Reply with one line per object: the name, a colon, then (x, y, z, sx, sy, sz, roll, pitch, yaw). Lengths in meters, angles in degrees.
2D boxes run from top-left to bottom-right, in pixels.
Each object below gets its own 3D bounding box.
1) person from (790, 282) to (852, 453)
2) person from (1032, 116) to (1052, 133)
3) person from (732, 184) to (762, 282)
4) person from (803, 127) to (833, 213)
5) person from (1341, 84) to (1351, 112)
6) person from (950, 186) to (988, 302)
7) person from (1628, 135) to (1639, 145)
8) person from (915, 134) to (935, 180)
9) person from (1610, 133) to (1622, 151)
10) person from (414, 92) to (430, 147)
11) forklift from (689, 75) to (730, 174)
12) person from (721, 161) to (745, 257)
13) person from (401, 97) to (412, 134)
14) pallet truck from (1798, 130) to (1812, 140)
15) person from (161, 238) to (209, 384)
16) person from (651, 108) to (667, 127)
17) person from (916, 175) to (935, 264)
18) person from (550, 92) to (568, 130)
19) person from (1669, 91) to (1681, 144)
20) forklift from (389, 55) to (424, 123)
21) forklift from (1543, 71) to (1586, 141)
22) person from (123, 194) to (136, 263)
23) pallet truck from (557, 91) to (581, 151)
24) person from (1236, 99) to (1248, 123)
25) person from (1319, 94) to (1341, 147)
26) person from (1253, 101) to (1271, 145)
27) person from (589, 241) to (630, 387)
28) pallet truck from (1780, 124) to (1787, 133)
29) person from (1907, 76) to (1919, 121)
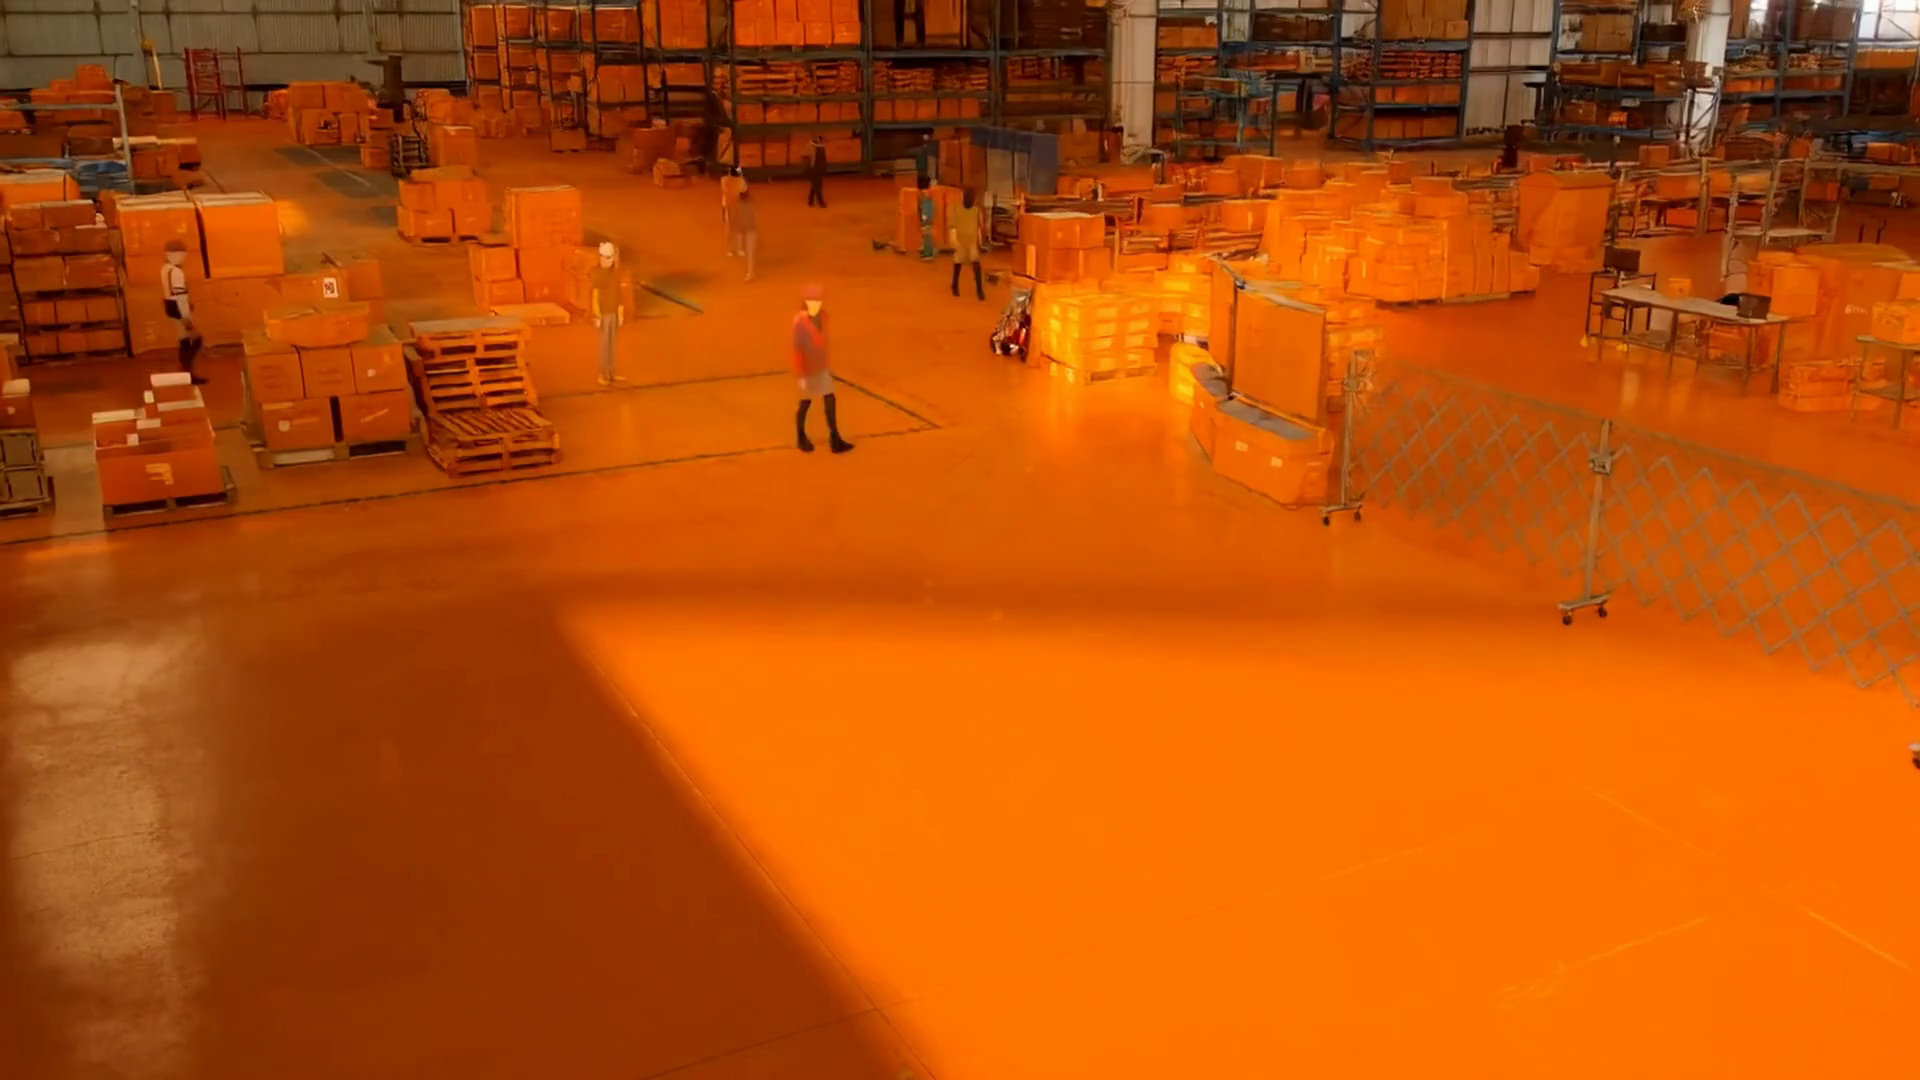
person: (-1.530, -1.860, 18.202, 0.563, 1.903, 0.850, -16, 24, -41)
person: (2.163, -10.207, 44.088, 0.623, 1.989, 0.399, -6, 19, -19)
person: (-3.825, -5.588, 30.105, 0.518, 1.733, 0.864, 4, 18, 12)
person: (-3.328, -8.875, 39.856, 0.885, 2.000, 0.711, 7, 19, 20)
person: (15.626, -17.641, 67.577, 0.873, 1.803, 0.600, -6, 19, -18)
person: (0.124, -4.946, 27.820, 0.625, 1.908, 1.021, -7, 19, -22)
person: (23.901, -14.770, 58.817, 0.735, 1.662, 0.551, -15, 23, -40)
person: (-0.887, -9.242, 41.523, 0.525, 1.723, 0.913, 13, 22, 36)
person: (21.901, -13.784, 55.509, 0.587, 1.826, 0.404, -2, 18, -7)
person: (-18.918, -14.774, 58.465, 0.598, 1.910, 0.385, 12, 21, 33)
forklift: (-7.024, -12.343, 49.315, 1.873, 2.768, 1.129, -9, 20, -26)
person: (-4.451, -6.552, 32.889, 0.514, 1.872, 0.328, -9, 20, -25)
person: (-19.991, -15.155, 60.098, 0.315, 1.629, 0.509, -10, 20, -28)
pallet truck: (25.526, -11.556, 49.408, 1.630, 1.274, 0.653, -9, 20, -26)
person: (-10.086, -2.941, 21.536, 0.423, 1.928, 0.563, -14, 22, -36)
person: (-8.936, -11.926, 49.625, 0.355, 1.882, 0.575, 14, 22, 37)
person: (-0.671, -6.158, 31.960, 0.323, 1.691, 0.536, 4, 18, 12)
person: (-14.420, -15.173, 59.833, 0.656, 1.827, 0.444, 0, 18, 0)
person: (25.841, -15.221, 59.842, 0.582, 1.915, 0.582, -16, 24, -40)
forklift: (-23.574, -18.900, 69.755, 1.873, 2.768, 1.129, -9, 20, -26)
forklift: (18.685, -13.231, 52.085, 1.873, 2.768, 1.129, -9, 20, -26)
person: (-13.095, -4.562, 26.607, 0.587, 1.920, 0.392, -1, 18, -2)
pallet truck: (-13.495, -14.412, 57.188, 0.823, 1.965, 1.885, -3, 18, -9)
person: (10.077, -15.264, 60.040, 0.732, 1.874, 0.656, 3, 18, 9)
person: (13.122, -14.800, 58.616, 0.965, 1.867, 0.656, -7, 19, -21)
person: (10.842, -14.947, 59.525, 0.844, 1.589, 0.503, -10, 20, -29)
person: (-4.569, -2.941, 21.631, 0.328, 1.874, 0.512, 9, 20, 25)
pallet truck: (25.206, -12.542, 52.601, 1.601, 1.201, 0.680, 0, 18, -2)
person: (41.230, -19.135, 72.061, 0.904, 1.918, 0.639, 15, 23, 39)
